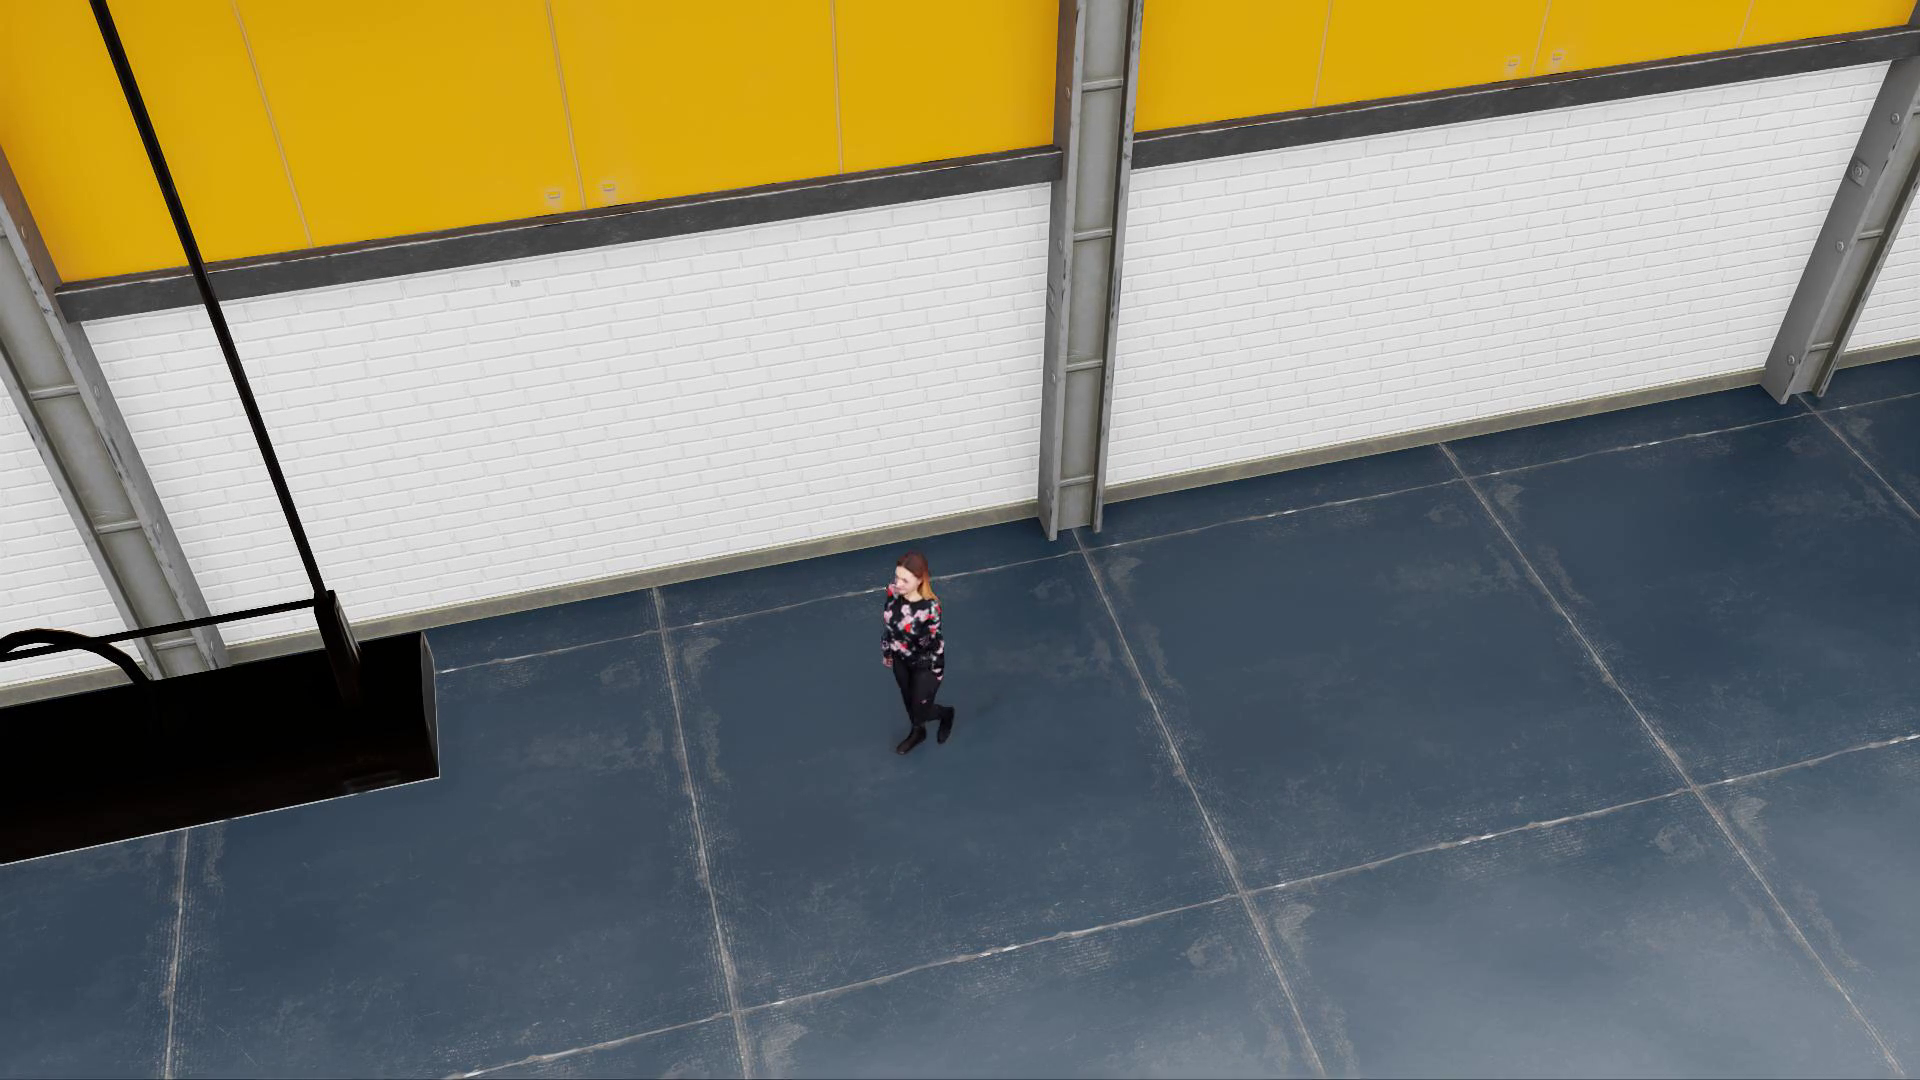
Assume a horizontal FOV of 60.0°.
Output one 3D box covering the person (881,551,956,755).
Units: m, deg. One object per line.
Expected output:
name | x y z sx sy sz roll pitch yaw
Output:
person | -0.210 0.660 10.010 0.725 1.678 0.780 33 53 30
